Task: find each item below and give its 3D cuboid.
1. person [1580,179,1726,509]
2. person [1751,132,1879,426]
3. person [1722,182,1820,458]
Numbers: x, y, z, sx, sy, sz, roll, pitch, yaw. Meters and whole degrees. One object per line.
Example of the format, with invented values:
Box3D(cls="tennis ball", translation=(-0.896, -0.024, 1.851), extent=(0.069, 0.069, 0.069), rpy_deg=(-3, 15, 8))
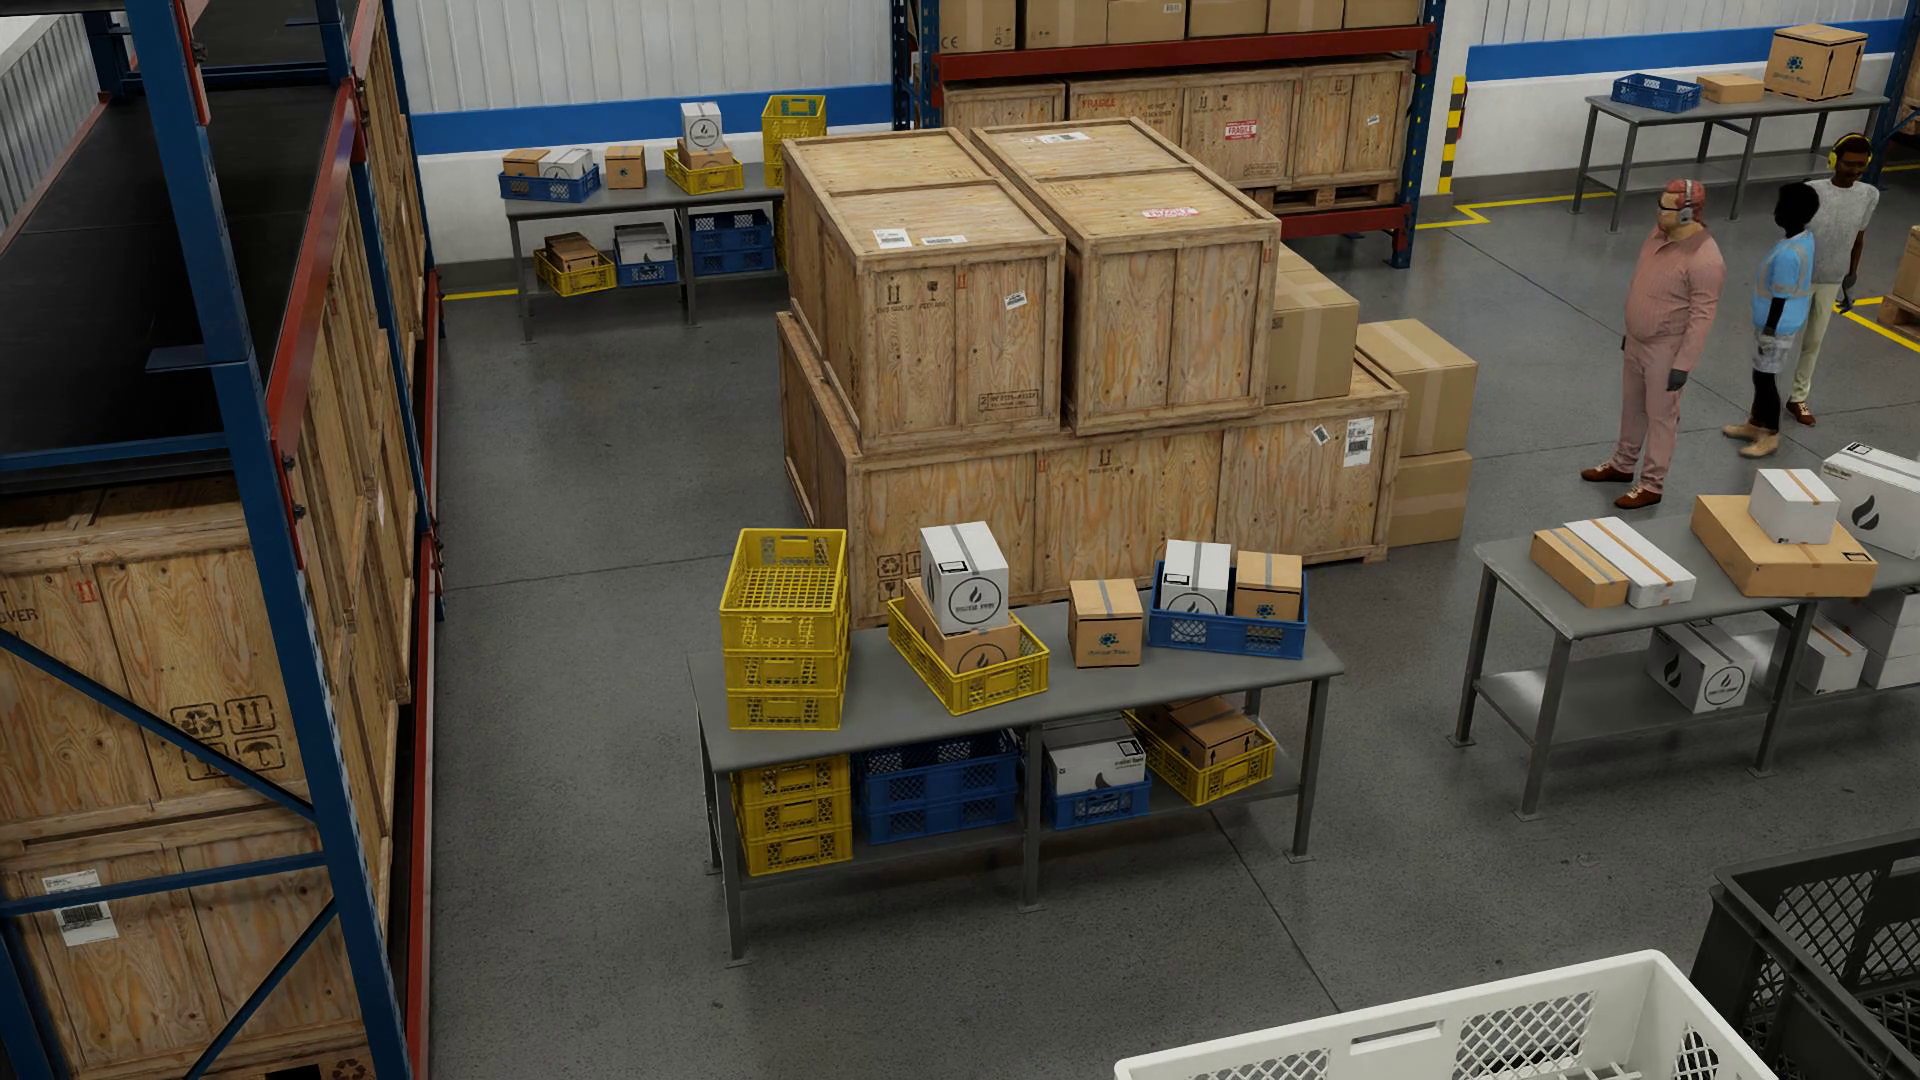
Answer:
Box3D(cls="person", translation=(3.931, -1.102, 9.409), extent=(0.399, 1.905, 0.643), rpy_deg=(-4, 29, -8))
Box3D(cls="person", translation=(5.335, -1.605, 10.363), extent=(0.510, 1.865, 0.328), rpy_deg=(2, 29, 3))
Box3D(cls="person", translation=(4.928, -1.317, 10.031), extent=(0.345, 1.682, 0.547), rpy_deg=(16, 33, 27))
